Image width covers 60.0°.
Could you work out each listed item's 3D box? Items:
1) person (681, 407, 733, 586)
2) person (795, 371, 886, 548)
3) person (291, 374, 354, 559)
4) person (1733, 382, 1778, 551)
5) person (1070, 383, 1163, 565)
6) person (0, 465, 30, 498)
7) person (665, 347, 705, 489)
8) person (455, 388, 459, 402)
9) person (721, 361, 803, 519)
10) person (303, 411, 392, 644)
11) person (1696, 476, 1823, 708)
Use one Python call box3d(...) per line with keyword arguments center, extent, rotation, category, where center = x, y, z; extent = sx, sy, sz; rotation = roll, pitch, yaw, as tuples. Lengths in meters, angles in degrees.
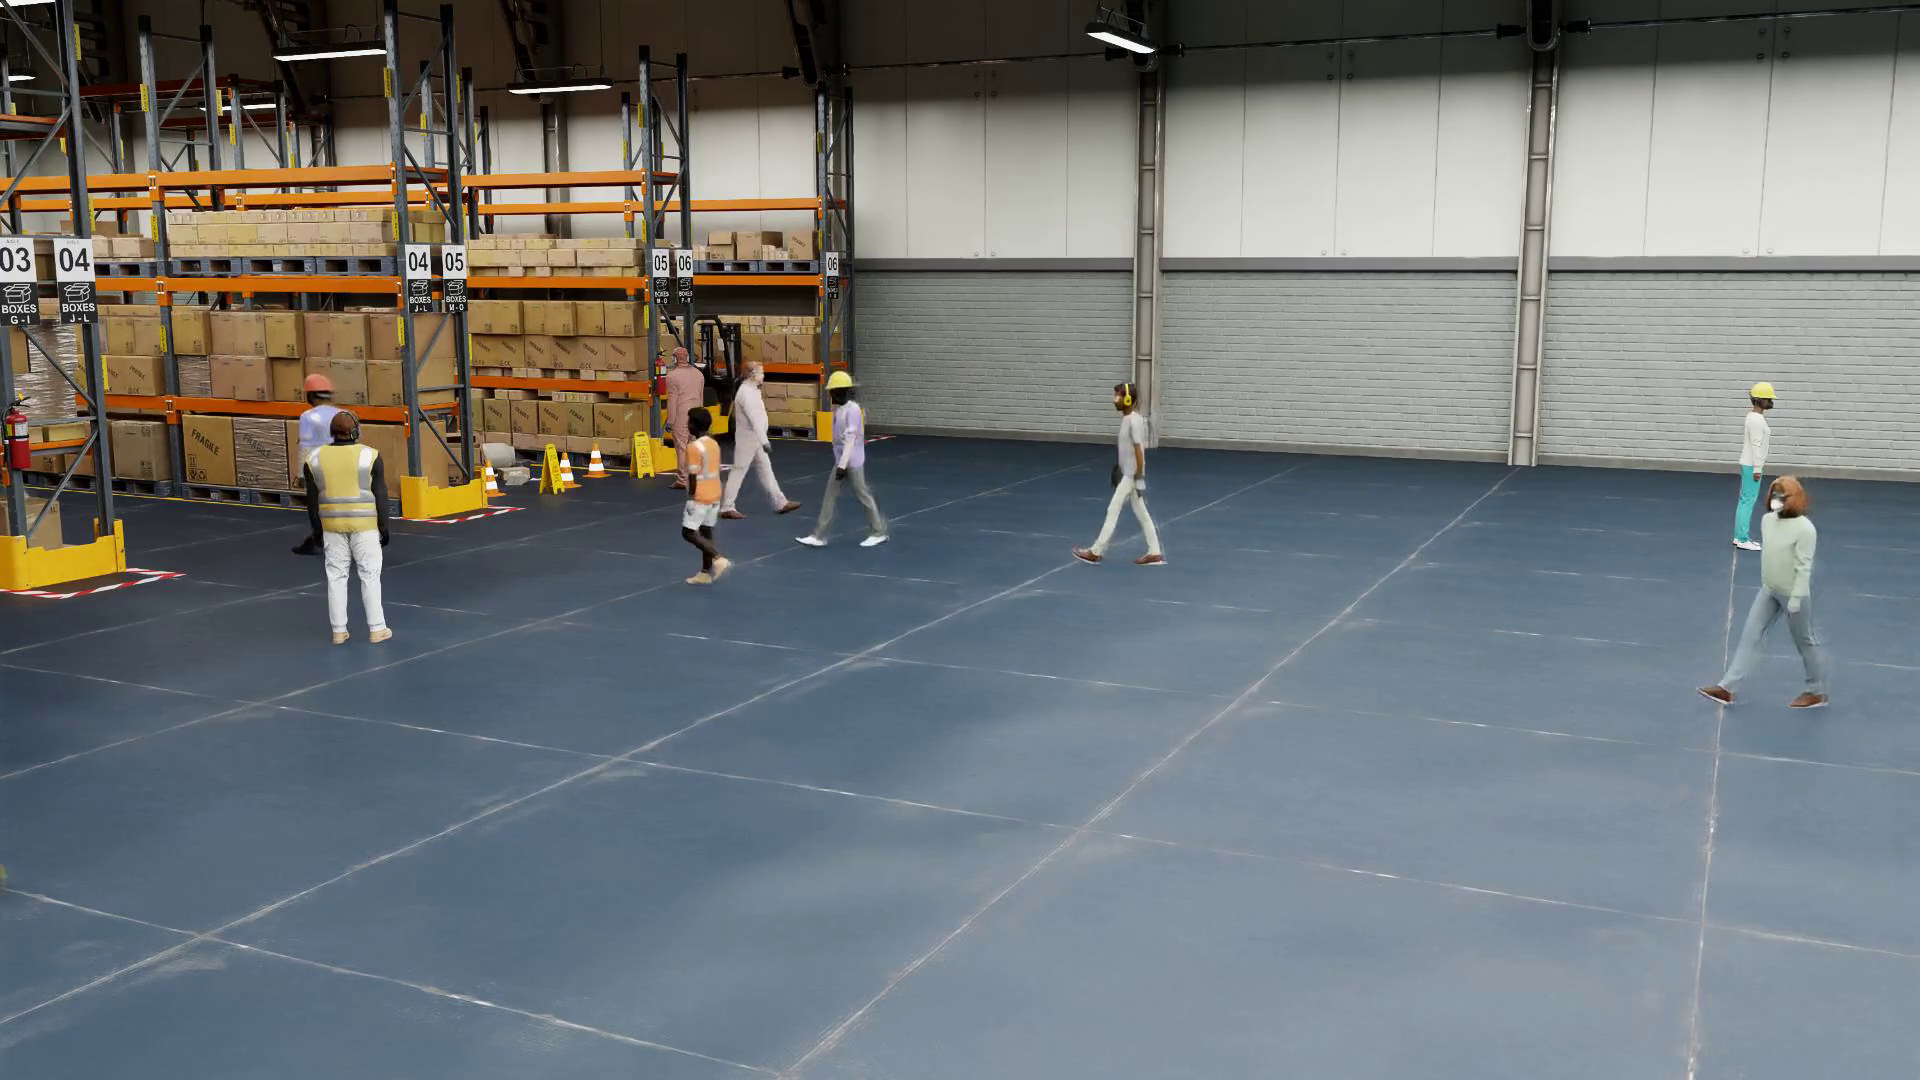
box3d(center=(-2.344, -0.387, 15.357), extent=(0.425, 1.683, 0.553), rotation=(3, 10, 16), category="person")
box3d(center=(-1.224, -0.838, 17.554), extent=(0.985, 1.875, 0.607), rotation=(-5, 10, -26), category="person")
box3d(center=(-6.452, -0.747, 16.951), extent=(0.996, 1.898, 0.551), rotation=(3, 10, 20), category="person")
box3d(center=(8.383, -0.776, 17.509), extent=(0.319, 1.767, 0.534), rotation=(3, 10, 20), category="person")
box3d(center=(1.582, -0.643, 16.512), extent=(0.968, 1.816, 0.561), rotation=(0, 9, 1), category="person")
box3d(center=(-11.939, -1.391, 20.743), extent=(1.009, 1.951, 0.630), rotation=(3, 10, 18), category="person")
box3d(center=(-3.723, -1.632, 22.353), extent=(0.400, 1.902, 0.643), rotation=(7, 12, 36), category="person")
box3d(center=(-8.696, -2.676, 28.318), extent=(0.573, 2.000, 0.832), rotation=(-6, 11, -32), category="person")
box3d(center=(-2.377, -1.171, 19.650), extent=(1.001, 1.856, 0.652), rotation=(0, 9, -1), category="person")
box3d(center=(-4.802, -0.097, 13.116), extent=(0.622, 1.844, 0.429), rotation=(-1, 9, -6), category="person")
box3d(center=(5.436, 0.360, 11.088), extent=(0.880, 1.577, 0.503), rotation=(-2, 10, -13), category="person")
